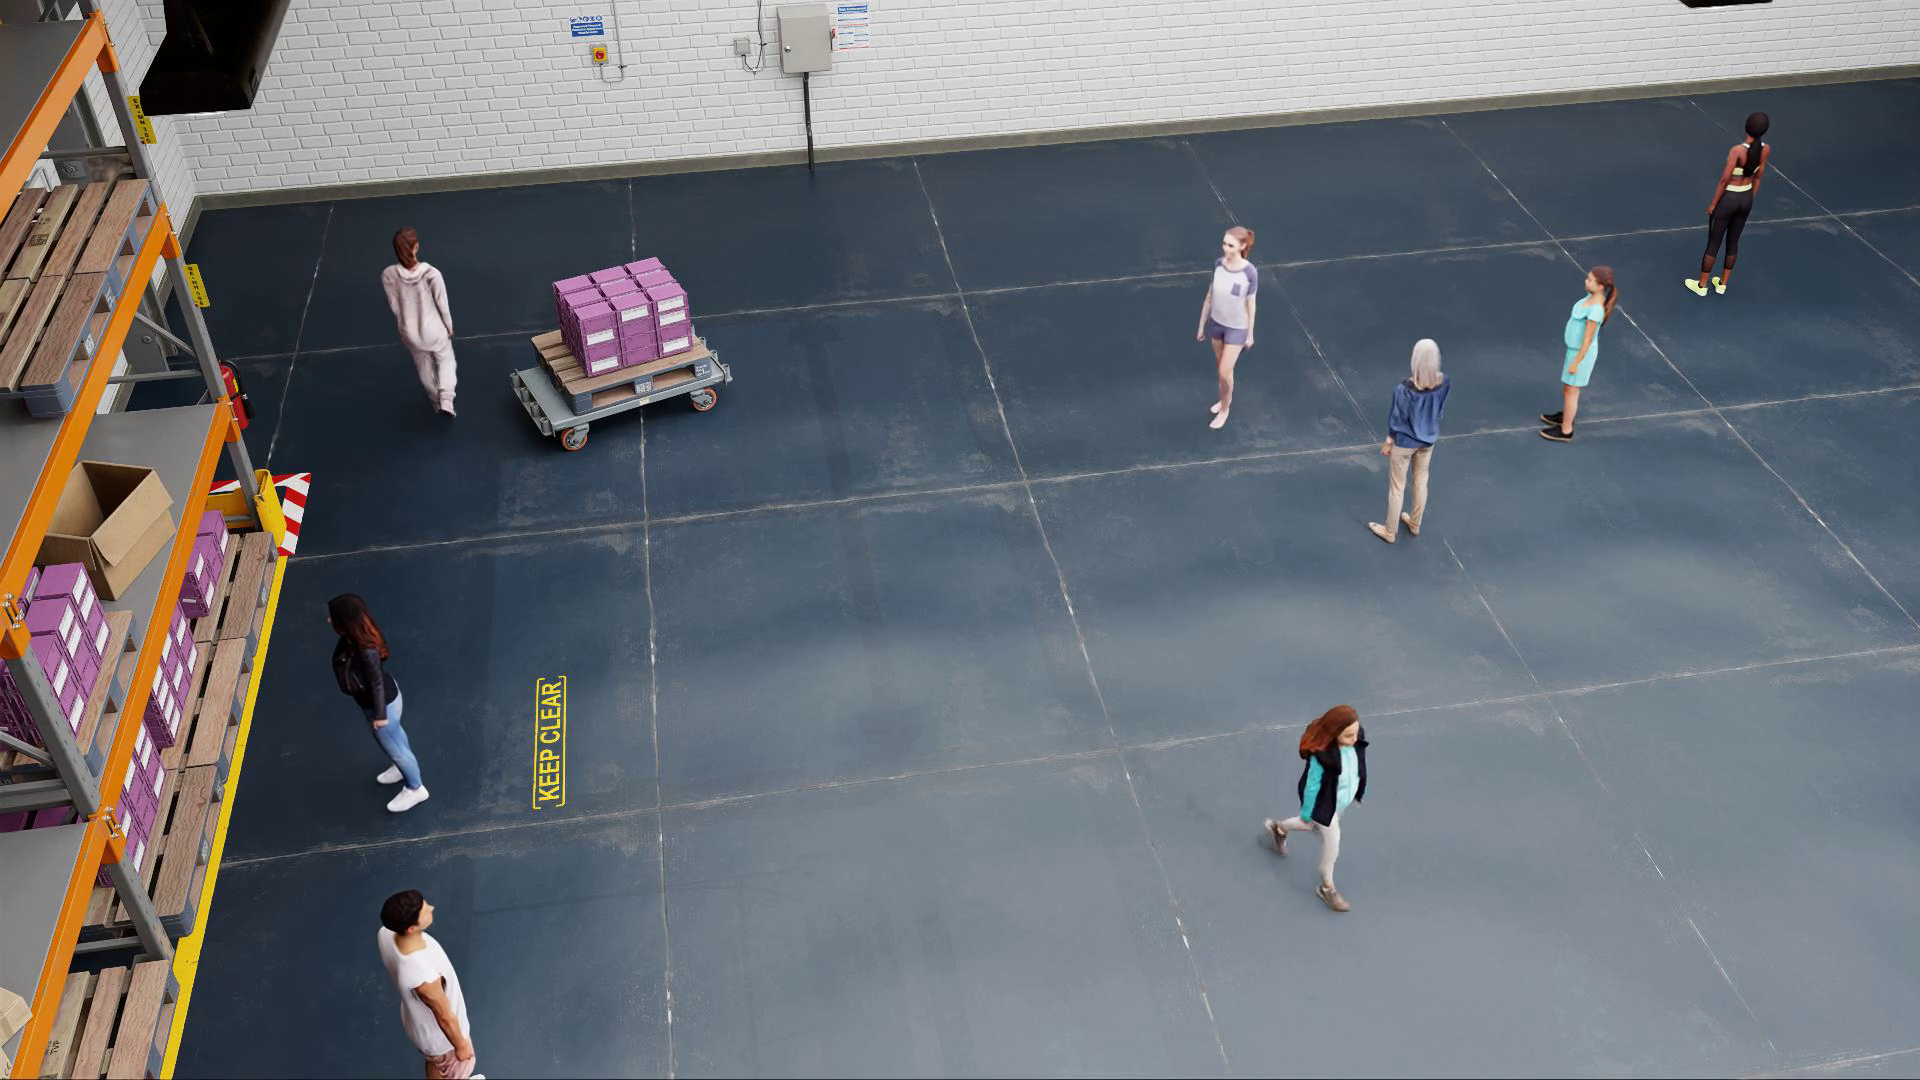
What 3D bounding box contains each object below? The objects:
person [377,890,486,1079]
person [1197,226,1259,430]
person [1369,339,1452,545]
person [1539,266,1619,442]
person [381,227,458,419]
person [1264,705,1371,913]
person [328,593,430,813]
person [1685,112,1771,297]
[{"bbox_3d":[-2.625,2.374,8.283,0.792,1.788,0.684,-28,47,-31],"label":"person"},{"bbox_3d":[2.247,-1.772,13.507,0.819,1.749,0.763,-32,48,-33],"label":"person"},{"bbox_3d":[3.331,-0.727,12.238,0.667,1.698,0.641,-16,41,-19],"label":"person"},{"bbox_3d":[4.977,-1.509,13.329,0.702,1.558,0.617,13,41,16],"label":"person"},{"bbox_3d":[-4.360,-1.688,13.462,0.650,1.674,0.807,-3,39,-4],"label":"person"},{"bbox_3d":[2.095,1.465,9.672,0.871,1.476,1.019,-31,48,-33],"label":"person"},{"bbox_3d":[-3.570,0.966,10.171,0.759,1.632,0.609,-19,42,-22],"label":"person"},{"bbox_3d":[7.017,-3.042,15.092,0.563,1.754,0.492,-6,39,-7],"label":"person"}]
